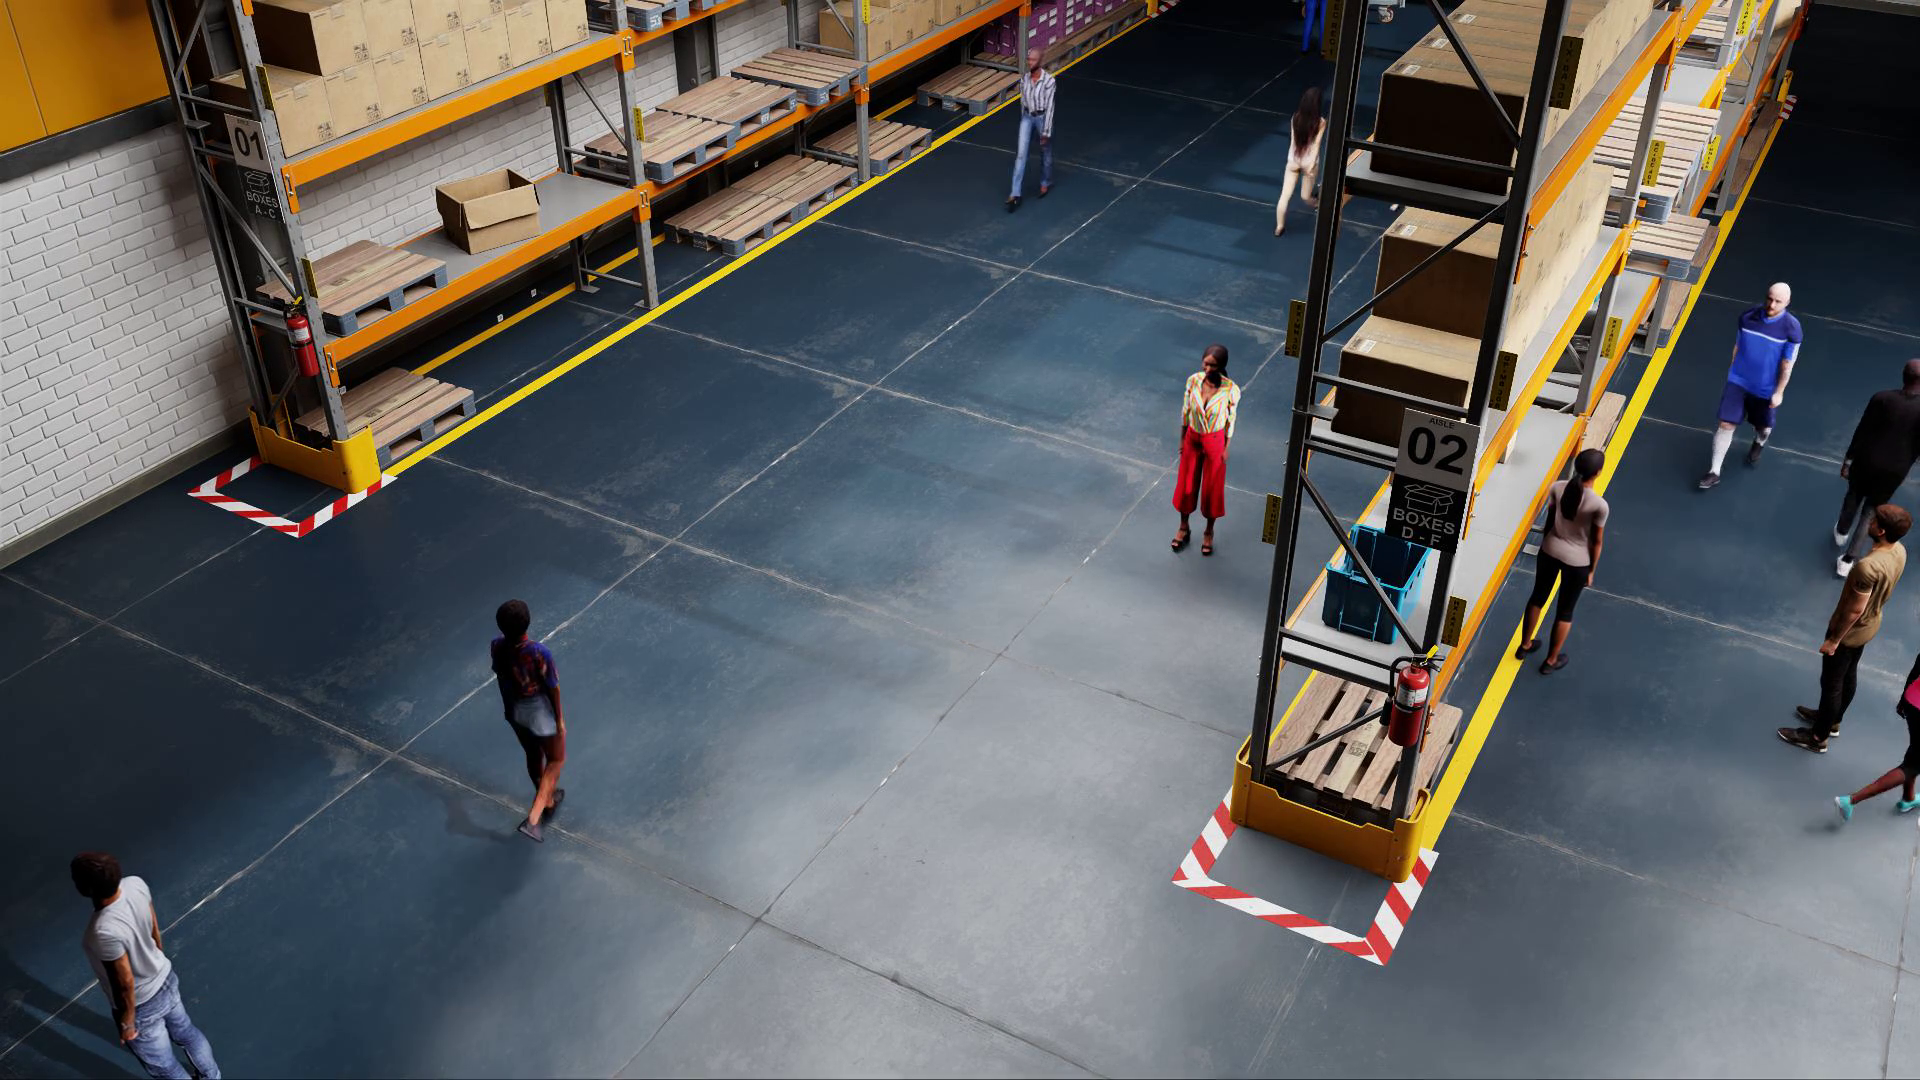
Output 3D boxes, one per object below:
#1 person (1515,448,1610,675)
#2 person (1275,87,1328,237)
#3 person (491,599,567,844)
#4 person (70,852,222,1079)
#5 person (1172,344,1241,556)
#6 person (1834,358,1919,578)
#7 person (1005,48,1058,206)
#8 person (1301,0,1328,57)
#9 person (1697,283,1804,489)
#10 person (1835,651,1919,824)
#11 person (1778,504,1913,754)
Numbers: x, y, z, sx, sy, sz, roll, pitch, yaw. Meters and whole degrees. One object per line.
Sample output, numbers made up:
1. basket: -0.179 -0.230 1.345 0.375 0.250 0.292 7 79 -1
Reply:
1. person: 4.200 0.137 11.581 0.623 1.745 0.648 -28 43 -35
2. person: 3.749 -4.151 18.126 0.567 1.641 0.836 16 37 22
3. person: -2.634 1.129 10.104 0.733 1.727 0.964 8 34 12
4. person: -4.057 2.252 8.289 0.779 1.865 0.654 0 34 -1
5. person: 1.886 -0.697 12.790 0.627 1.793 0.574 12 35 18
6. person: 6.934 -0.496 12.549 0.679 1.727 0.960 15 36 21
7. person: 0.920 -4.694 18.845 0.662 1.748 1.168 15 37 22
8. person: 5.055 -7.677 23.377 0.685 1.700 0.642 7 34 11
9. person: 6.579 -1.301 13.683 0.882 1.812 1.234 28 43 35
10. person: 5.863 1.082 10.200 1.074 1.699 1.019 -8 35 -12
11. person: 5.821 0.568 10.836 0.607 1.852 0.786 -28 42 -35
